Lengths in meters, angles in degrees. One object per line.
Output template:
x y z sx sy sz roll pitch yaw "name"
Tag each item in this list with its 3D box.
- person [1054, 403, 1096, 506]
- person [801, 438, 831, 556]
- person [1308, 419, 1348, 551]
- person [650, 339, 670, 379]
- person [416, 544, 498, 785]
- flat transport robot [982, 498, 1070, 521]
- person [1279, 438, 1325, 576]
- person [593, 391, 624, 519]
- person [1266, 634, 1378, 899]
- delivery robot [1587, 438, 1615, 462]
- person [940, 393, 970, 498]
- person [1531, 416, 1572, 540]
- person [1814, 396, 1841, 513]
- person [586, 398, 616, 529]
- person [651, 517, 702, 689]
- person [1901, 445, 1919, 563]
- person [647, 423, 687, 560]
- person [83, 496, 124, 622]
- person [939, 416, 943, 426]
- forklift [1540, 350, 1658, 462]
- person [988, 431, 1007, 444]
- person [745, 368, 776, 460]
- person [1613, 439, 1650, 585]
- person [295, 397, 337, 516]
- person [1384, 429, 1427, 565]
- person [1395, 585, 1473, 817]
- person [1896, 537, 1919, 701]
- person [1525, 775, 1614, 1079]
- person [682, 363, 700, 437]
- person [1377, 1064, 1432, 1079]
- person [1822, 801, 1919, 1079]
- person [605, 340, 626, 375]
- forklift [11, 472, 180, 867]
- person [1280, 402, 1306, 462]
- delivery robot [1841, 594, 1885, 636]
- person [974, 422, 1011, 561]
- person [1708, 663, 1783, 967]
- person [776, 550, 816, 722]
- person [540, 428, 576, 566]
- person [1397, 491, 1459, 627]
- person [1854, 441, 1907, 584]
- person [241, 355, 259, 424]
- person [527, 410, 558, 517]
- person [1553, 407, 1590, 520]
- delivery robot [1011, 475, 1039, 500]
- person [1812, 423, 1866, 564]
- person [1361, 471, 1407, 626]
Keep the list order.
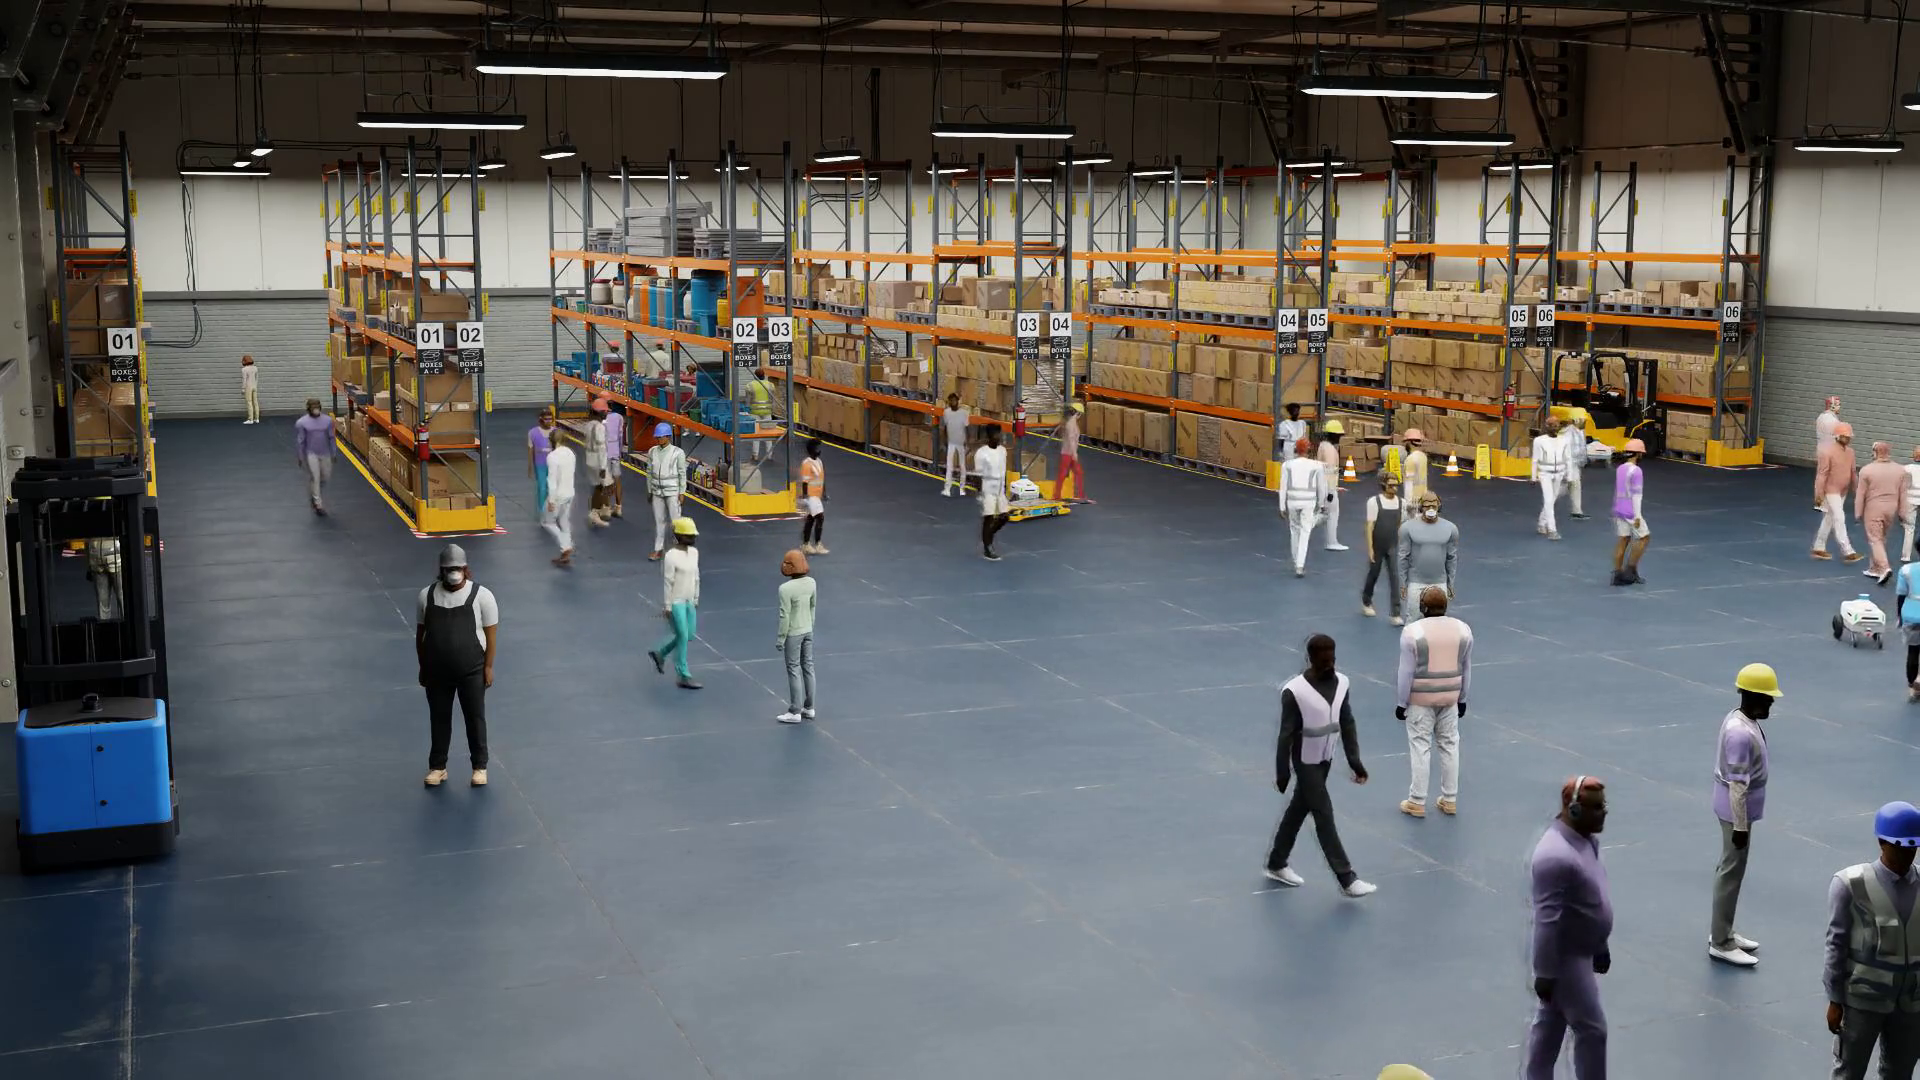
1.931 -1.419 35.038 0.778 1.713 0.611 3 9 18 "person"
-2.005 -0.613 29.812 0.630 1.677 0.538 2 9 14 "person"
5.273 -0.798 30.267 0.622 1.907 0.607 0 9 -3 "person"
-7.196 -3.891 50.750 0.610 1.947 0.846 5 10 29 "person"
-4.233 1.066 17.540 0.684 2.000 0.538 0 9 1 "person"
1.079 -0.499 33.846 0.652 0.197 1.431 8 12 42 "flat transport robot"
4.609 -0.459 28.275 0.579 1.842 0.971 3 9 19 "person"
-5.672 -1.369 33.622 0.377 2.045 0.605 6 11 37 "person"
2.531 1.569 14.644 0.582 1.851 1.011 -8 12 -43 "person"
12.399 -1.738 40.854 0.707 0.478 0.477 4 9 23 "delivery robot"
-0.055 -1.630 36.121 0.551 1.806 0.982 2 9 16 "person"
8.914 -0.969 31.632 0.586 1.848 0.956 -1 9 -8 "person"
14.246 -1.401 34.289 0.407 1.910 0.639 1 9 5 "person"
-5.571 -1.180 32.412 0.436 2.025 0.644 -4 9 -25 "person"
-2.904 0.621 21.357 0.628 1.751 0.534 5 10 28 "person"
13.330 -0.494 29.123 0.513 1.642 0.313 3 9 21 "person"
-4.114 -0.673 29.304 0.606 1.947 0.406 4 9 23 "person"
-9.443 0.291 23.257 0.600 1.832 0.404 1 9 4 "person"
-0.513 -3.003 45.996 0.512 1.601 0.809 -4 9 -24 "person"
12.897 -2.725 42.309 2.313 2.155 1.214 -3 9 -21 "forklift"
0.831 -2.832 44.427 0.495 1.723 0.533 -3 9 -22 "person"
-4.008 -2.527 42.019 0.619 1.845 0.430 -3 9 -16 "person"
8.796 -0.364 27.348 0.541 1.912 0.566 -2 9 -10 "person"
-10.508 -1.386 34.152 0.637 1.924 0.713 -6 10 -35 "person"
6.192 -0.583 28.869 0.750 1.892 0.557 7 11 40 "person"
3.755 1.273 16.686 0.634 1.839 0.429 -2 9 -15 "person"
9.425 0.776 20.524 0.536 1.672 0.515 7 11 40 "person"
3.259 2.141 10.734 0.785 1.881 0.673 5 10 28 "person"
-5.980 -3.129 46.700 0.513 1.640 0.309 1 9 8 "person"
1.625 2.711 7.267 0.502 1.790 0.615 0 9 3 "person"
4.468 2.204 10.117 0.603 1.949 0.389 -1 9 -4 "person"
-8.377 -3.925 51.121 0.558 1.909 0.684 5 10 30 "person"
-6.630 0.886 15.957 1.129 2.768 1.873 -3 9 -21 "forklift"
5.686 -1.539 35.982 0.540 1.678 0.661 -4 9 -25 "person"
10.175 0.850 23.600 0.477 0.478 0.707 2 9 11 "delivery robot"
0.462 -0.687 29.361 0.422 1.952 0.634 8 12 43 "person"
5.009 1.727 13.376 0.382 1.923 0.593 4 9 22 "person"
-1.550 0.901 19.840 0.286 1.636 0.499 6 10 34 "person"
-5.537 -0.589 28.839 0.446 1.916 0.650 3 9 19 "person"
4.865 0.456 21.806 0.630 1.940 0.372 0 9 -1 "person"
12.141 -0.371 27.591 0.651 1.861 0.920 -1 9 -6 "person"
-16.846 -3.571 49.670 0.287 1.633 0.497 3 9 22 "person"
-6.438 -1.128 32.758 0.560 1.812 0.775 -5 10 -30 "person"
9.776 -1.247 33.605 0.738 1.810 0.606 6 11 37 "person"
1.078 -0.838 34.858 0.477 0.478 0.707 -2 9 -12 "delivery robot"
12.306 -0.654 29.138 0.637 1.944 0.988 -5 10 -32 "person"
5.018 0.069 24.840 0.516 1.813 0.911 -1 9 -8 "person"
